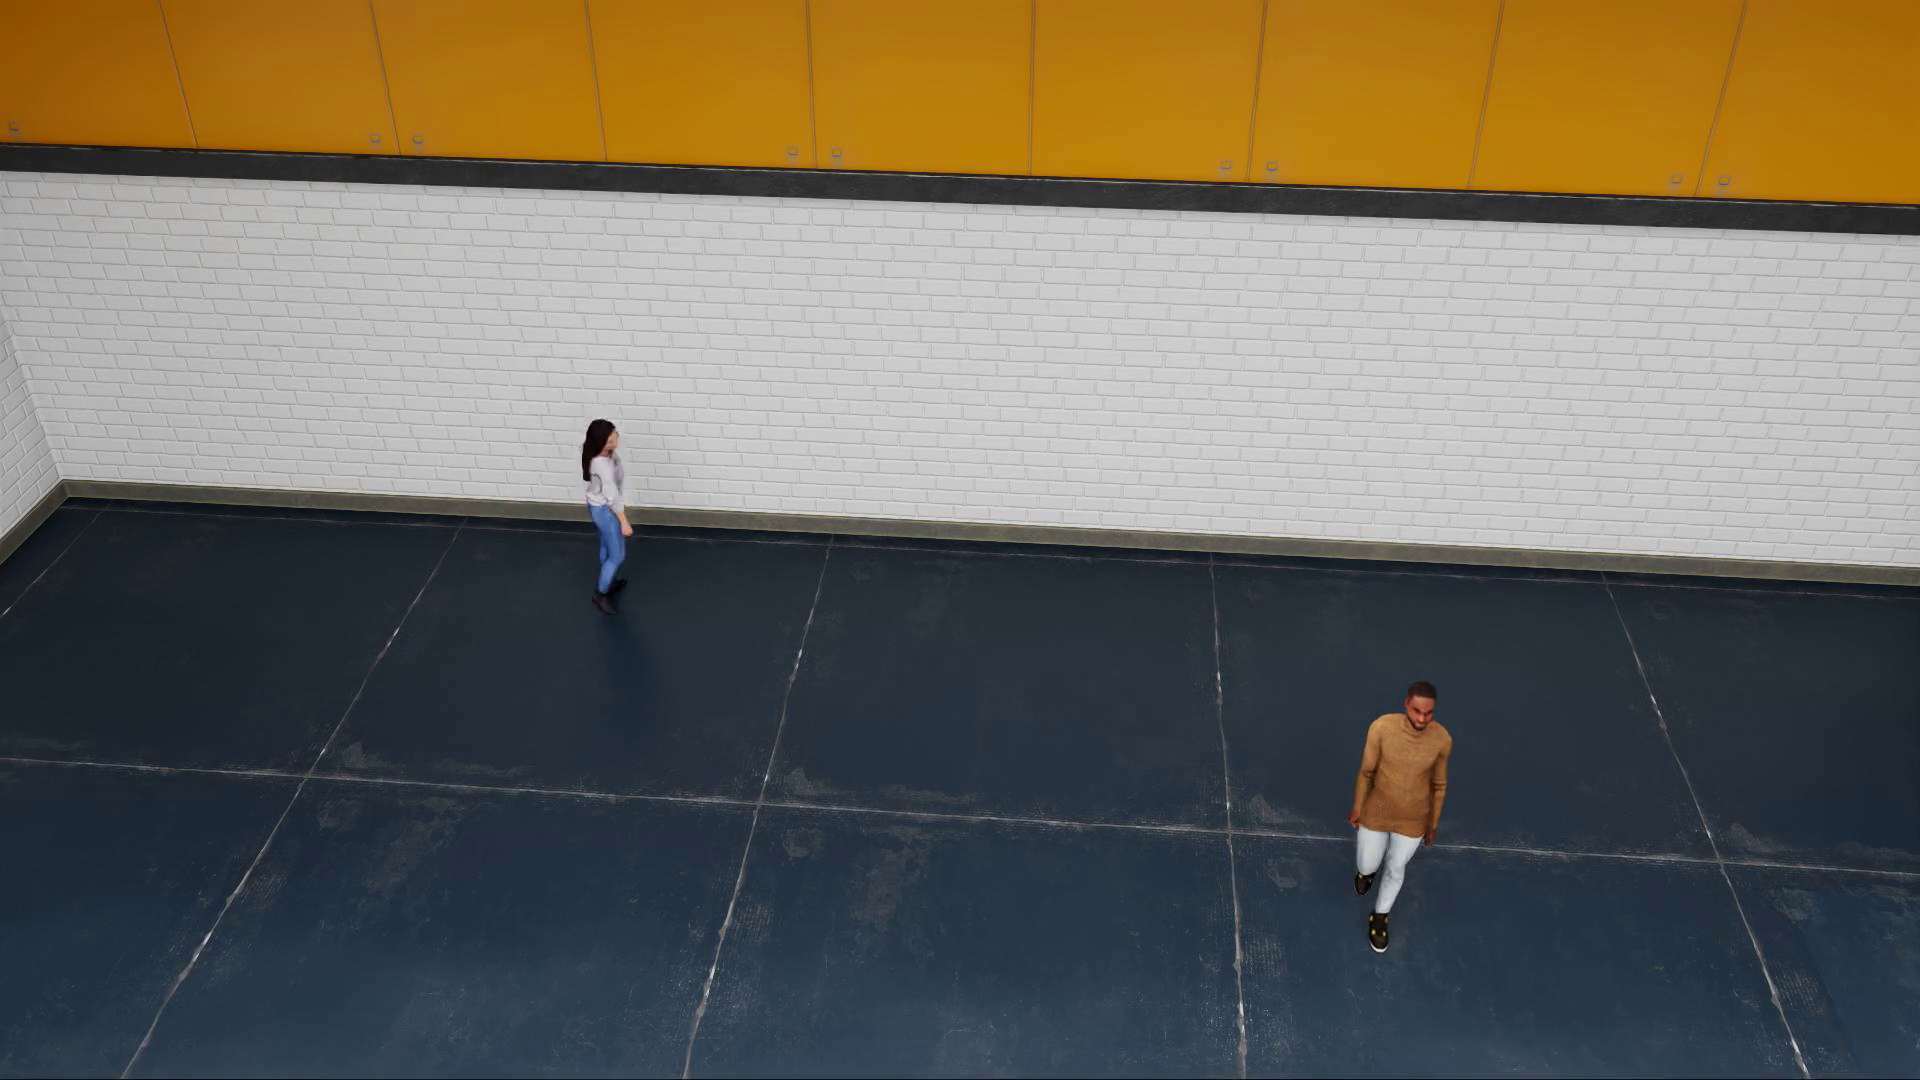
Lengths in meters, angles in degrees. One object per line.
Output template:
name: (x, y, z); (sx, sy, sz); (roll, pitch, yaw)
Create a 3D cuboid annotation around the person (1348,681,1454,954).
person: (2.451, 1.474, 9.378); (0.702, 1.808, 0.856); (7, 34, 10)

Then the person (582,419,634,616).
person: (-2.590, -0.229, 12.116); (0.826, 1.613, 0.716); (-26, 41, -33)
